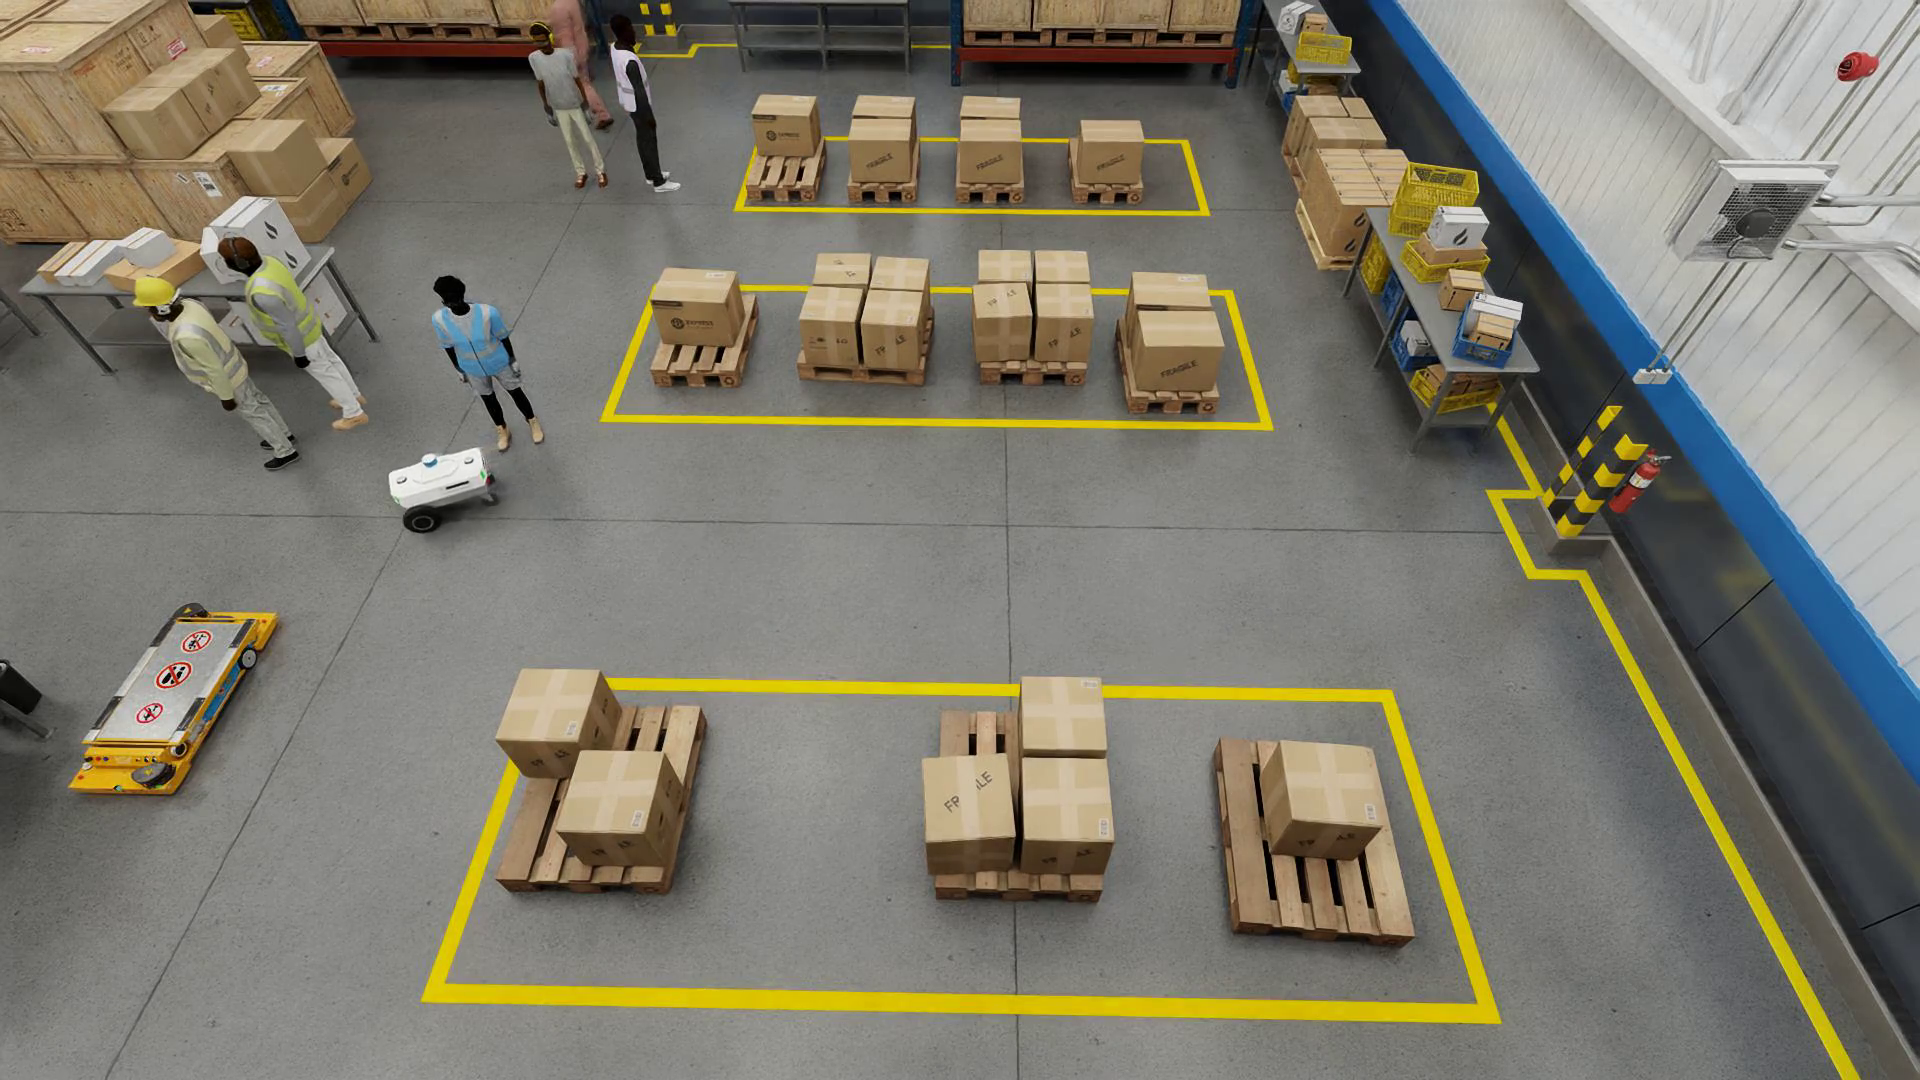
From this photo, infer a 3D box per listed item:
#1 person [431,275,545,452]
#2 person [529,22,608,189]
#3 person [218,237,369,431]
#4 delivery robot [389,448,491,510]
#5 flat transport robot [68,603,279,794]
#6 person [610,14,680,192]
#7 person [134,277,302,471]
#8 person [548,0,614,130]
[{"bbox_3d":[-3.953,-1.463,7.659,0.532,1.696,0.318,-13,51,-11],"label":"person"},{"bbox_3d":[-4.498,-4.951,10.510,0.516,1.860,0.331,-5,50,-5],"label":"person"},{"bbox_3d":[-5.642,-1.740,7.800,0.430,1.844,0.624,-18,52,-15],"label":"person"},{"bbox_3d":[-4.263,-0.502,7.529,0.707,0.478,0.477,-20,53,-16],"label":"delivery robot"},{"bbox_3d":[-5.504,1.072,6.442,0.652,0.197,1.431,1,50,1],"label":"flat transport robot"},{"bbox_3d":[-3.663,-4.955,10.470,0.380,1.918,0.596,-26,55,-21],"label":"person"},{"bbox_3d":[-6.020,-1.341,7.467,0.403,1.835,0.588,-22,53,-18],"label":"person"},{"bbox_3d":[-4.869,-6.237,11.587,0.638,1.884,0.739,-2,50,-2],"label":"person"}]
